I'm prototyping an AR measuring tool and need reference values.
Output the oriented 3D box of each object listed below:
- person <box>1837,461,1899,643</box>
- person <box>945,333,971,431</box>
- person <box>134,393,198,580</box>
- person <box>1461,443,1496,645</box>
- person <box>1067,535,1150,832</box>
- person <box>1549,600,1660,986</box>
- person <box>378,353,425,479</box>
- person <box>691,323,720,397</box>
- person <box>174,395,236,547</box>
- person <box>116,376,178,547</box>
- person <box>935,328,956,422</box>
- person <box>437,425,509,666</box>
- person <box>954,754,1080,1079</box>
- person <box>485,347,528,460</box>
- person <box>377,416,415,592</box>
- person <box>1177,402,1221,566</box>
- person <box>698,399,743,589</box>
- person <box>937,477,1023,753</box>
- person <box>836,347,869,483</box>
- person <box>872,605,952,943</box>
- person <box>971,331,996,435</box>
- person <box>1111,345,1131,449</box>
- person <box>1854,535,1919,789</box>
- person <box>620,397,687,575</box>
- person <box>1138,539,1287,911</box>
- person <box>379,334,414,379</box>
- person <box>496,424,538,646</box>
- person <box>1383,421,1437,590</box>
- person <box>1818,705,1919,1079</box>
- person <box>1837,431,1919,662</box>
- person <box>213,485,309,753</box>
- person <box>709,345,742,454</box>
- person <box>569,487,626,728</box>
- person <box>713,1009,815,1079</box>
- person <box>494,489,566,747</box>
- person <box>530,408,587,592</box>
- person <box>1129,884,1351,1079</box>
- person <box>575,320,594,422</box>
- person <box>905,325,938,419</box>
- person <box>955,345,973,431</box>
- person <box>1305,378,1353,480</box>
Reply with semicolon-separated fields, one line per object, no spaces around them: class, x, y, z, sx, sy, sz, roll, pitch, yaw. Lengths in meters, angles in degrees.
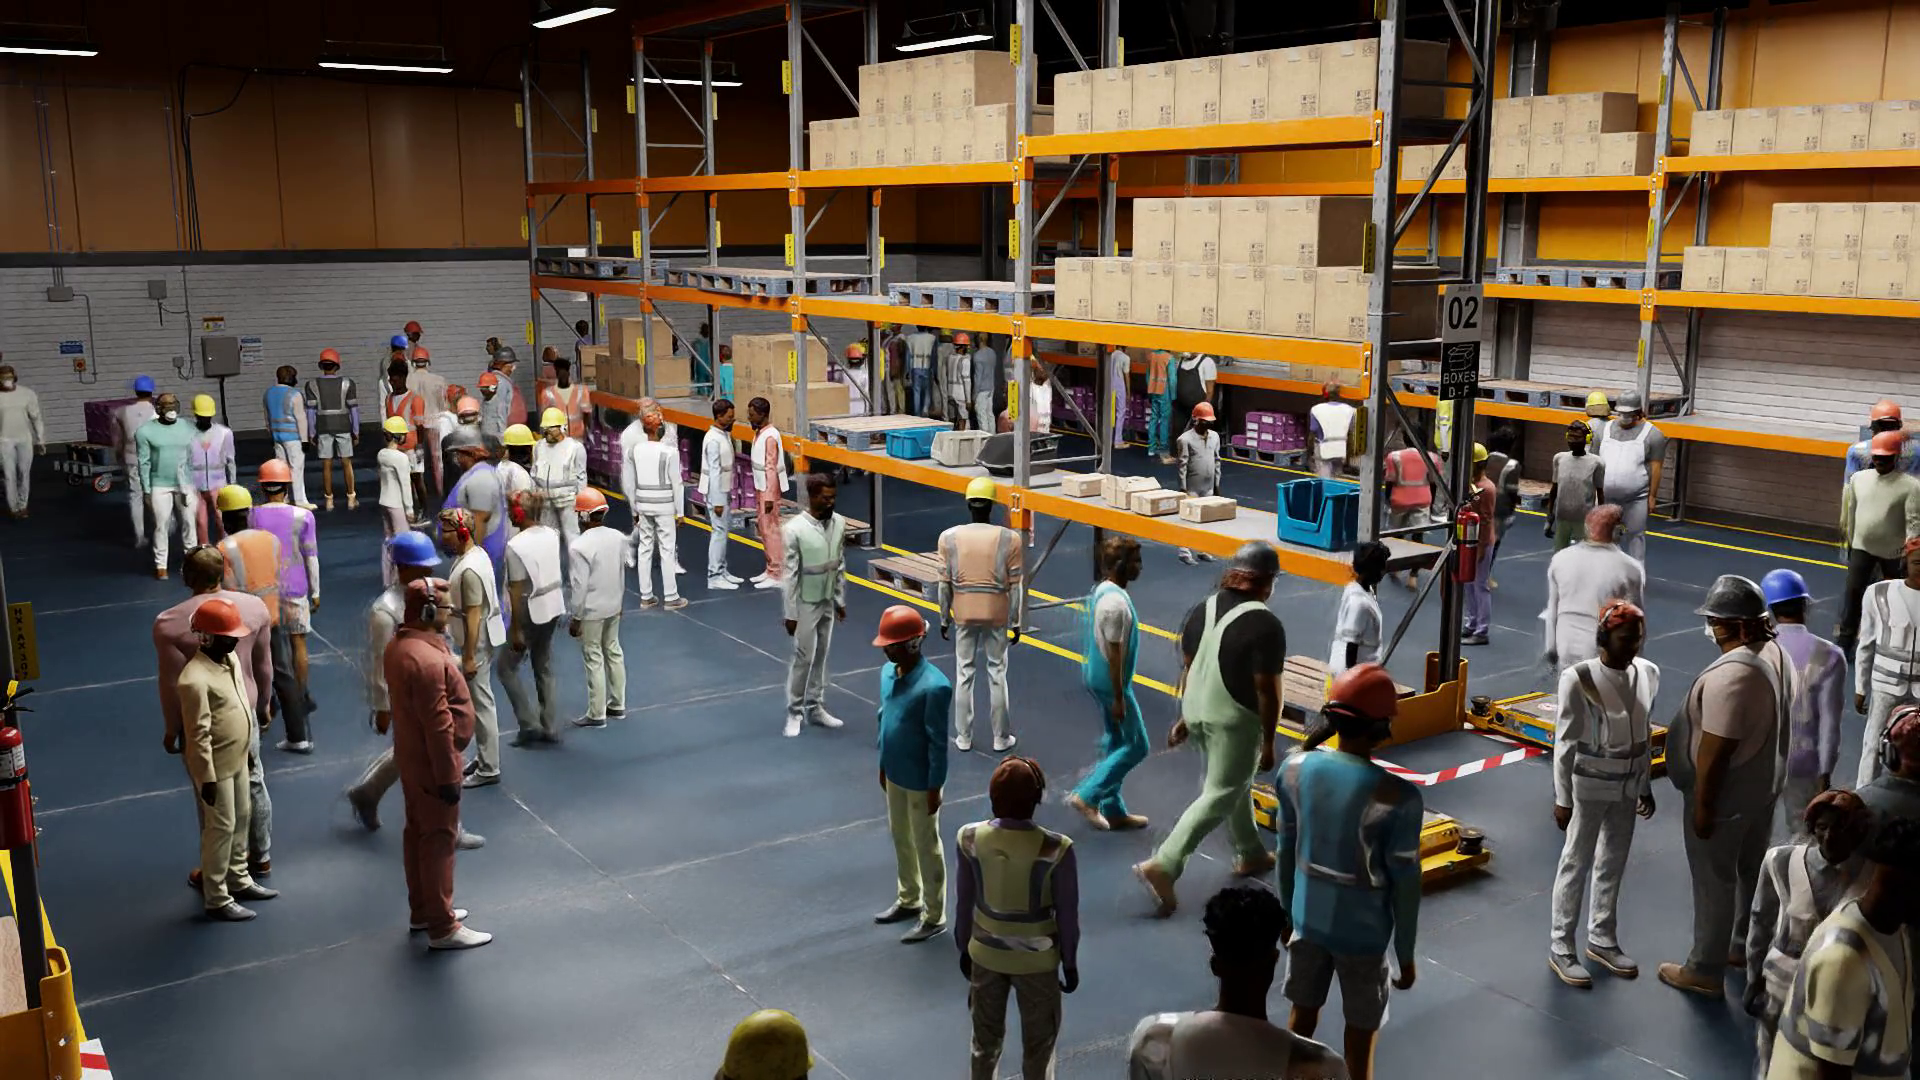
person;7.921;0.105;14.240;0.710;1.666;0.538;11;15;43
person;0.004;-2.184;25.323;0.389;1.930;0.544;-8;14;-36
person;-8.026;-0.547;16.971;0.644;1.927;0.388;-7;13;-33
person;4.456;0.028;14.453;0.341;1.754;0.530;-1;11;-6
person;0.933;0.870;9.935;0.421;1.831;0.516;-1;11;-3
person;3.124;1.212;8.051;0.587;1.882;0.341;-4;12;-22
person;-7.479;-1.573;22.339;0.579;1.878;0.341;-4;12;-19
person;-4.545;-2.972;29.692;0.532;1.805;0.946;0;11;-2
person;-7.700;-0.544;17.025;0.598;1.891;0.780;-6;13;-29
person;-9.246;-0.913;18.906;0.610;1.883;1.027;-3;11;-14
person;-0.248;-2.894;29.428;0.492;1.742;0.323;-10;15;-42
person;-3.942;0.049;13.602;0.626;2.000;0.728;-3;11;-13
person;0.214;1.644;6.499;0.519;1.633;0.314;5;12;25
person;-5.876;-1.509;21.575;0.535;2.000;0.699;-2;11;-11
person;-5.501;-0.333;16.288;0.340;1.757;0.518;-10;15;-42
person;2.555;-0.601;17.686;0.566;1.744;0.350;-7;13;-32
person;-2.400;-0.456;16.540;0.386;1.906;0.601;0;11;1
person;0.141;0.523;11.498;0.589;1.916;0.397;2;11;9
person;-1.498;-1.747;23.255;0.560;1.881;1.027;1;11;5
person;-0.272;1.186;8.565;0.352;1.738;0.573;-8;13;-35
person;0.353;-2.297;25.869;0.355;1.937;0.634;6;12;27
person;2.527;-2.360;26.469;0.355;1.834;0.524;-8;14;-36
person;5.580;0.880;9.788;0.574;1.876;0.355;6;12;27
person;-3.195;-0.561;17.140;0.700;1.874;0.585;-10;15;-41
person;1.397;0.941;9.038;1.076;2.000;0.699;-6;13;-29
person;-8.420;-2.130;25.030;0.610;1.925;0.425;7;13;32
person;-3.796;-0.044;14.370;0.371;1.925;0.595;-8;13;-35
person;4.506;-0.372;16.716;0.556;1.647;0.893;1;11;4
person;3.530;1.554;6.281;0.652;1.900;0.400;3;11;16
person;7.716;0.049;13.880;1.096;1.944;0.636;-9;14;-39
person;-4.928;0.548;11.497;0.981;1.870;0.606;5;12;24
person;-3.372;-1.898;24.090;0.585;1.837;0.378;-11;15;-43
person;-2.653;0.486;12.098;0.330;1.750;0.573;5;12;25
person;-0.506;2.028;4.276;0.490;1.730;0.324;6;12;27
person;-3.015;0.549;11.605;0.508;1.822;0.580;4;12;19
person;-3.968;-0.394;16.400;0.594;1.832;0.404;3;11;13
person;0.751;1.878;4.458;0.642;1.953;0.402;5;12;26
person;-6.389;-2.802;28.482;0.367;1.933;0.627;2;11;11
person;-0.688;-3.074;29.959;0.605;1.900;0.443;1;11;4
person;0.081;-2.273;26.014;0.468;1.842;0.593;-8;13;-34
person;4.330;-0.966;19.371;0.572;1.823;0.801;-5;12;-23
